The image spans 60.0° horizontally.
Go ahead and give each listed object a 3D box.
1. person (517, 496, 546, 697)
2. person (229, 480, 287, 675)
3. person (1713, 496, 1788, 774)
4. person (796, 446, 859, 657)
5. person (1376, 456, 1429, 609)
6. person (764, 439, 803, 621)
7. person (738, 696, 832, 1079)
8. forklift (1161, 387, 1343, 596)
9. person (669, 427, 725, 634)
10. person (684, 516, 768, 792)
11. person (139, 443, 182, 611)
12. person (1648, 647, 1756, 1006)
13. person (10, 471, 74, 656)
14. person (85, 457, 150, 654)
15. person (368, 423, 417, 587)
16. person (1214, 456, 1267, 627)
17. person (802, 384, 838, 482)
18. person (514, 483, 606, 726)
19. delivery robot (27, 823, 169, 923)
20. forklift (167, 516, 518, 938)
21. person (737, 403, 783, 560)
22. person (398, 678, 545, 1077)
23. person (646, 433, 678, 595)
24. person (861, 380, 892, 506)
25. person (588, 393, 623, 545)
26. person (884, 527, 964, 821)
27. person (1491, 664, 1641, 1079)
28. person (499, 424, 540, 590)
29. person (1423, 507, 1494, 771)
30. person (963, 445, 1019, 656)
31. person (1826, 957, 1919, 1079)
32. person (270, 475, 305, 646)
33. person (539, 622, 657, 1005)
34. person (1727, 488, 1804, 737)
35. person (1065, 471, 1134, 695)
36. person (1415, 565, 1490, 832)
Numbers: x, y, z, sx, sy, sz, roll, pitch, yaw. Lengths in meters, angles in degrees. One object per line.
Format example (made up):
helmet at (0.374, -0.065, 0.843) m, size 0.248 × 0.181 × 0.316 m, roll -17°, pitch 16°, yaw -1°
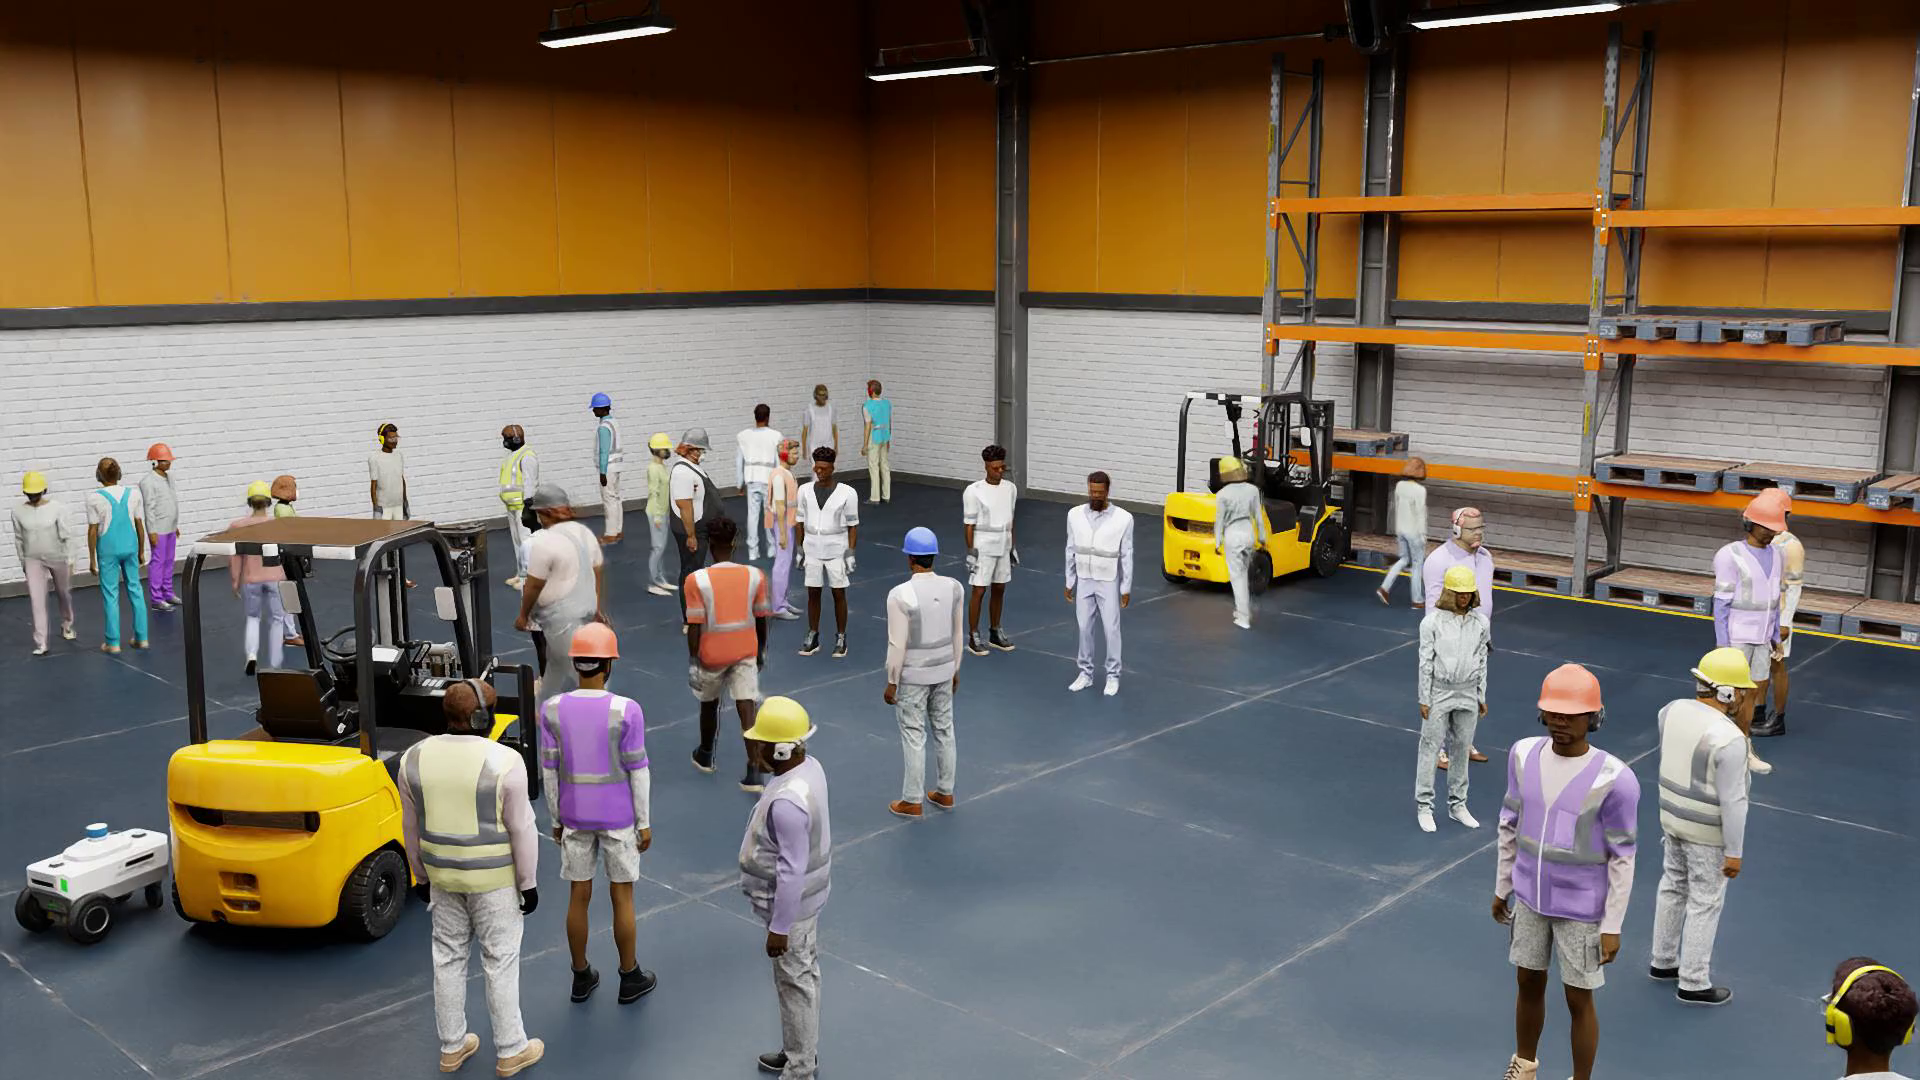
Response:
person at (-3.550, 0.475, 14.017) m, size 0.316 × 1.698 × 0.540 m, roll 1°, pitch 10°, yaw 5°
person at (-6.085, 0.351, 14.548) m, size 0.535 × 1.752 × 0.407 m, roll -2°, pitch 10°, yaw -10°
person at (5.645, 0.685, 11.864) m, size 0.605 × 2.034 × 0.389 m, roll -4°, pitch 11°, yaw -23°
person at (-1.238, 0.105, 15.354) m, size 0.603 × 1.967 × 0.366 m, roll 3°, pitch 10°, yaw 15°
person at (4.694, -0.072, 17.349) m, size 0.501 × 1.629 × 0.514 m, roll -3°, pitch 10°, yaw -17°
person at (-1.804, -0.111, 16.939) m, size 0.373 × 1.840 × 0.570 m, roll 0°, pitch 10°, yaw 1°
person at (-0.770, 1.578, 7.352) m, size 0.403 × 1.834 × 0.586 m, roll 0°, pitch 10°, yaw 1°
forklift at (3.298, -0.608, 18.767) m, size 1.214 × 2.155 × 2.313 m, roll 9°, pitch 13°, yaw 42°
person at (-2.578, -0.110, 16.368) m, size 0.536 × 2.000 × 0.677 m, roll -1°, pitch 10°, yaw -6°
person at (-1.634, 0.780, 11.677) m, size 0.639 × 1.913 × 1.006 m, roll -5°, pitch 11°, yaw -27°
person at (-8.310, -0.145, 17.385) m, size 0.342 × 1.750 × 0.568 m, roll 0°, pitch 10°, yaw 0°
person at (3.705, 1.421, 8.294) m, size 0.403 × 1.819 × 0.602 m, roll -2°, pitch 10°, yaw -11°
person at (-8.615, 0.174, 15.695) m, size 0.532 × 1.710 × 0.940 m, roll -3°, pitch 10°, yaw -17°
person at (-7.871, 0.142, 15.529) m, size 0.342 × 1.840 × 0.505 m, roll 8°, pitch 13°, yaw 40°
person at (-6.268, -0.362, 18.330) m, size 0.328 × 1.862 × 0.505 m, roll 5°, pitch 11°, yaw 25°
person at (2.755, 0.007, 16.669) m, size 0.543 × 1.696 × 0.646 m, roll -4°, pitch 11°, yaw -21°
person at (-2.029, -1.358, 24.083) m, size 0.545 × 1.827 × 0.484 m, roll -3°, pitch 10°, yaw -18°
person at (-3.090, 0.514, 12.817) m, size 0.999 × 2.000 × 0.678 m, roll 3°, pitch 10°, yaw 17°
delivery robot at (-4.801, 1.828, 9.295) m, size 0.477 × 0.478 × 0.707 m, roll 5°, pitch 11°, yaw 25°
forklift at (-3.583, 0.976, 9.748) m, size 1.214 × 2.155 × 2.313 m, roll 2°, pitch 10°, yaw 11°
person at (-2.406, -0.710, 20.196) m, size 0.609 × 1.918 × 0.425 m, roll 2°, pitch 10°, yaw 10°
person at (-2.206, 1.532, 7.592) m, size 0.634 × 1.839 × 0.429 m, roll 2°, pitch 10°, yaw 12°
person at (-3.261, -0.289, 18.176) m, size 0.323 × 1.768 × 0.530 m, roll 0°, pitch 10°, yaw 1°
person at (-1.212, -1.424, 24.406) m, size 0.373 × 1.843 × 0.572 m, roll 8°, pitch 13°, yaw 38°
person at (-4.510, -0.911, 21.233) m, size 0.416 × 1.939 × 0.603 m, roll 0°, pitch 10°, yaw 0°
person at (-0.243, 0.878, 11.008) m, size 0.614 × 1.946 × 0.390 m, roll -8°, pitch 13°, yaw -38°
person at (2.533, 1.521, 7.064) m, size 0.361 × 2.047 × 0.614 m, roll -8°, pitch 13°, yaw -37°
person at (-4.899, -0.377, 18.507) m, size 0.429 × 1.830 × 0.636 m, roll -7°, pitch 12°, yaw -35°
person at (3.652, 0.707, 12.099) m, size 0.638 × 1.909 × 0.408 m, roll -7°, pitch 12°, yaw -33°
person at (0.298, 0.083, 15.481) m, size 0.611 × 1.964 × 0.364 m, roll -8°, pitch 13°, yaw -38°
person at (2.427, 2.053, 4.574) m, size 0.505 × 1.864 × 0.331 m, roll -2°, pitch 10°, yaw -9°
person at (-6.369, 0.191, 15.808) m, size 0.287 × 1.635 × 0.500 m, roll -5°, pitch 11°, yaw -25°
person at (-1.794, 1.363, 8.297) m, size 0.542 × 1.931 × 0.366 m, roll 1°, pitch 10°, yaw 8°
person at (6.245, 0.557, 12.867) m, size 0.379 × 1.937 × 0.548 m, roll -1°, pitch 10°, yaw -4°
person at (1.179, 0.354, 14.108) m, size 0.593 × 1.911 × 0.383 m, roll 5°, pitch 11°, yaw 24°
person at (3.200, 1.021, 10.778) m, size 0.487 × 1.744 × 0.295 m, roll -2°, pitch 10°, yaw -13°
